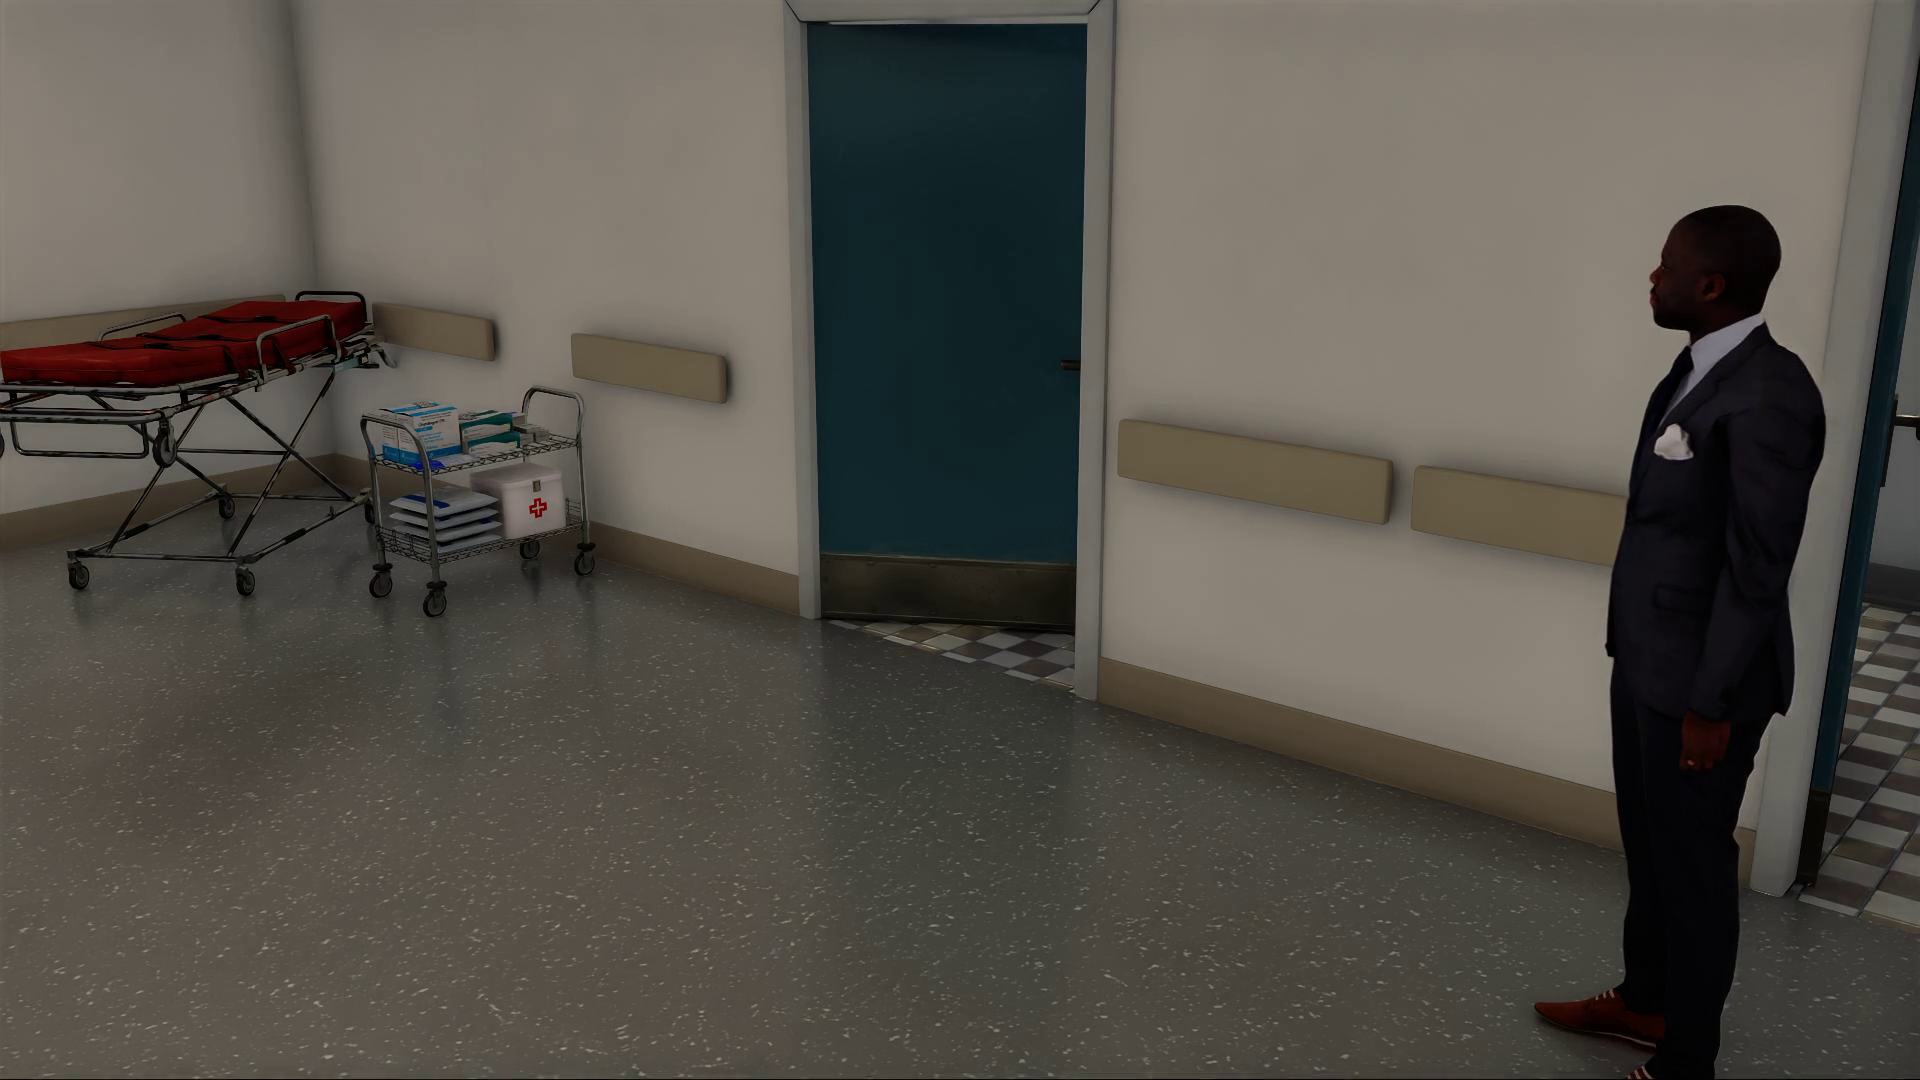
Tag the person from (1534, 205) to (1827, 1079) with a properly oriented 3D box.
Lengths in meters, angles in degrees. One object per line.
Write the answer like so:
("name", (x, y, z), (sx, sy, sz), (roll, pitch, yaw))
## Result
("person", (1.436, 0.260, 3.274), (0.779, 1.823, 0.787), (3, 16, 9))
